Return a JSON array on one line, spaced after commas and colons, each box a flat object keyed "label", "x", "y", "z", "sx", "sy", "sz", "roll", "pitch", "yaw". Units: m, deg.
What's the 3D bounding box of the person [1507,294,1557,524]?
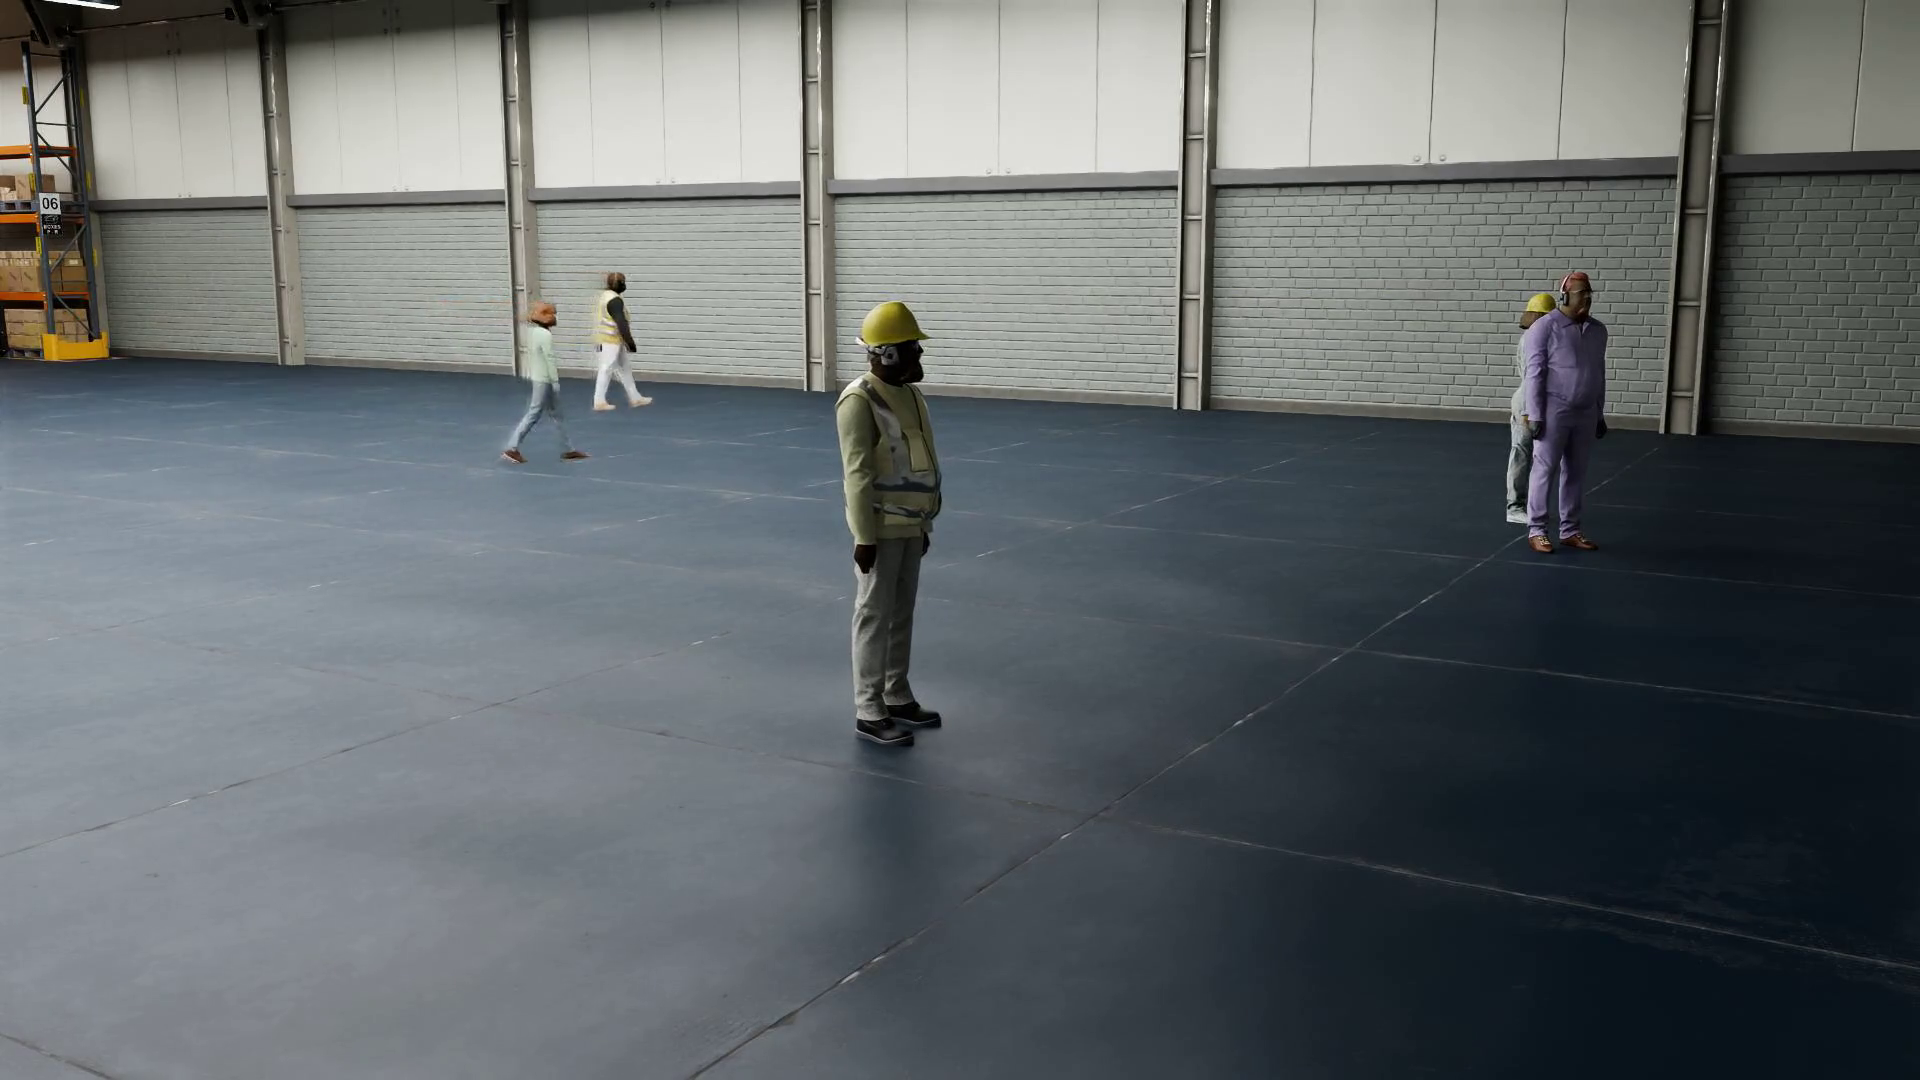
[{"label": "person", "x": 4.364, "y": -0.998, "z": 12.667, "sx": 0.314, "sy": 1.739, "sz": 0.485, "roll": 5, "pitch": 11, "yaw": 25}]

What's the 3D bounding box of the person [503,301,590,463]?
[{"label": "person", "x": -4.119, "y": -1.554, "z": 16.349, "sx": 0.849, "sy": 1.594, "sz": 0.517, "roll": -4, "pitch": 11, "yaw": -23}]

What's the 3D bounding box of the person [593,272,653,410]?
[{"label": "person", "x": -4.462, "y": -2.614, "z": 21.941, "sx": 0.899, "sy": 1.806, "sz": 0.640, "roll": -3, "pitch": 10, "yaw": -18}]

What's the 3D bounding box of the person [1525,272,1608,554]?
[{"label": "person", "x": 4.172, "y": -0.867, "z": 11.397, "sx": 0.641, "sy": 1.913, "sz": 0.408, "roll": -4, "pitch": 10, "yaw": -21}]

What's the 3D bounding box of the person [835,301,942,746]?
[{"label": "person", "x": -0.280, "y": -0.074, "z": 6.975, "sx": 0.404, "sy": 1.835, "sz": 0.599, "roll": 4, "pitch": 10, "yaw": 22}]
